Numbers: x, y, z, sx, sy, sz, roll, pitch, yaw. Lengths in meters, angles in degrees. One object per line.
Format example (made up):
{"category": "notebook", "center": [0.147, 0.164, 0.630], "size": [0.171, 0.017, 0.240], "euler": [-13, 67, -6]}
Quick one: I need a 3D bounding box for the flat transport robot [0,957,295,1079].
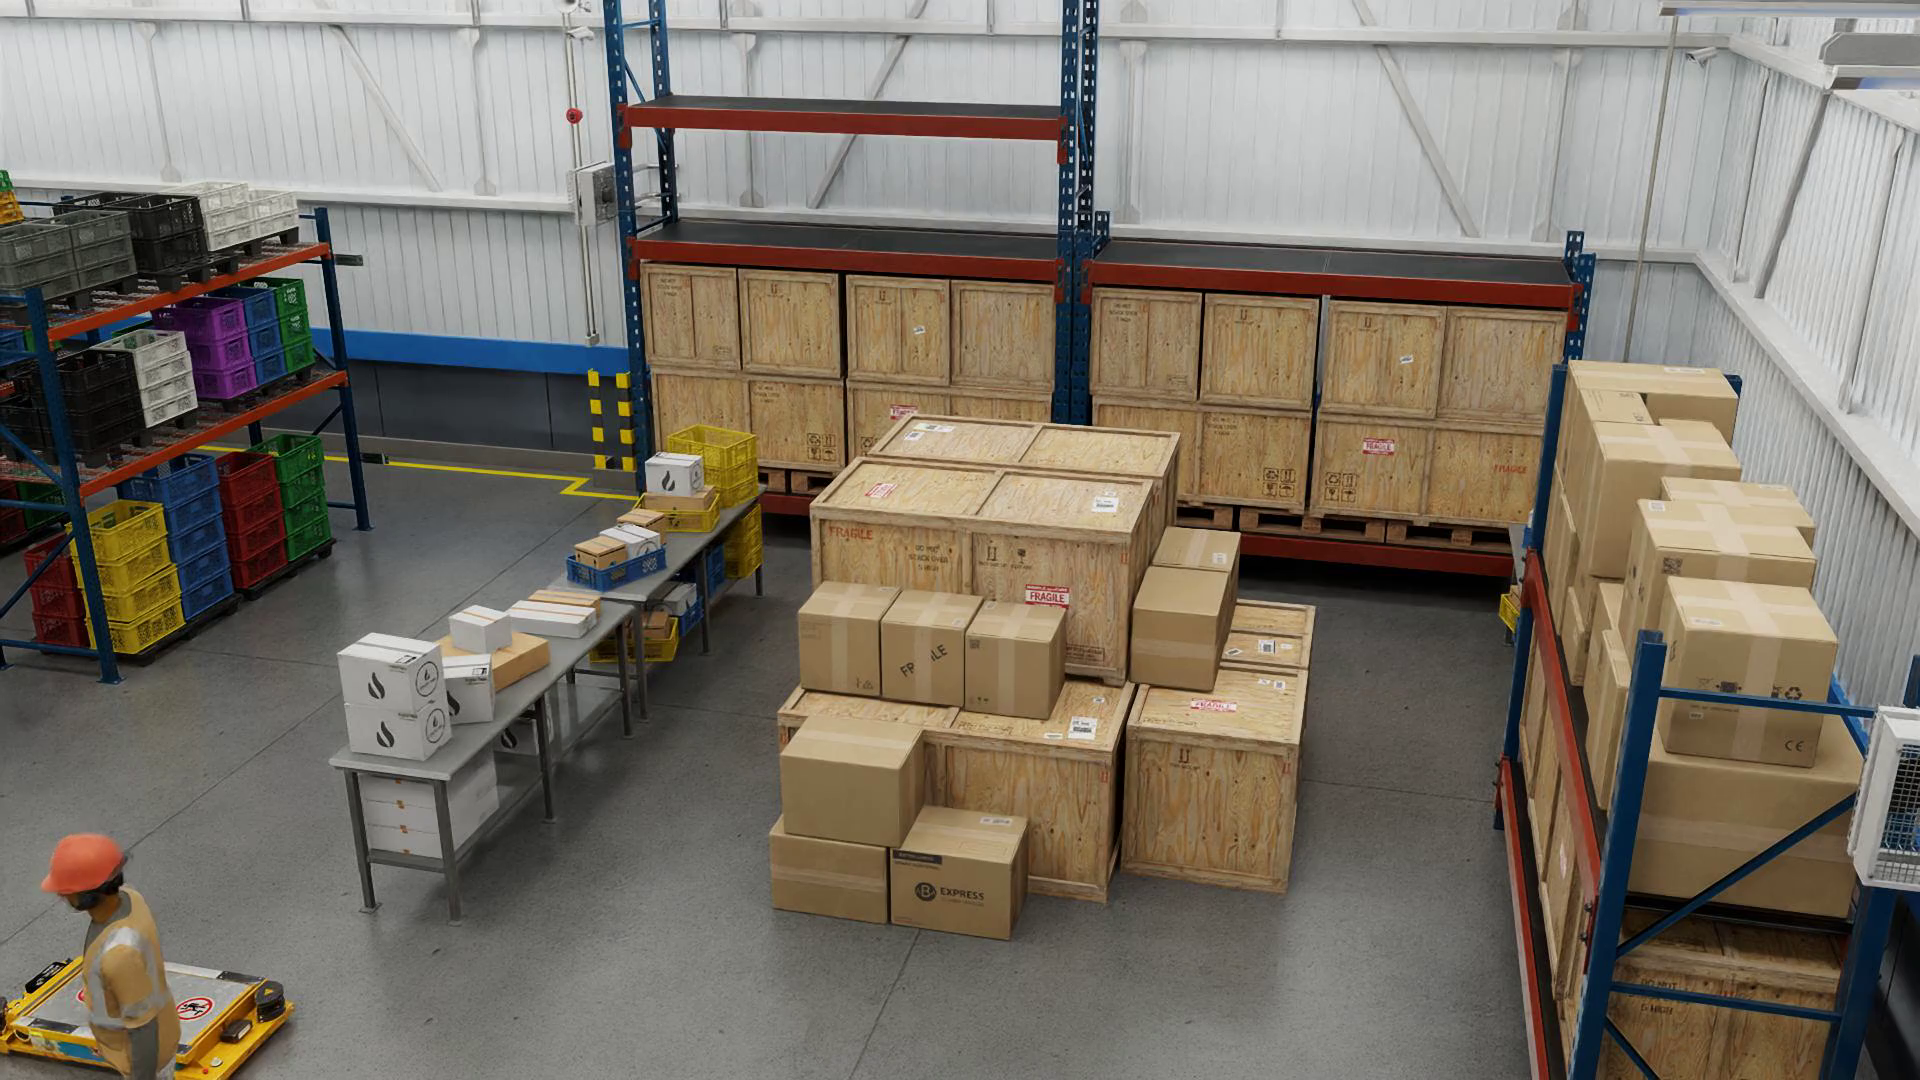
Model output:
{"category": "flat transport robot", "center": [-4.270, 2.464, 8.601], "size": [1.431, 0.231, 0.659], "euler": [5, 22, 13]}

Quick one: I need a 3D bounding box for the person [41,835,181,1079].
{"category": "person", "center": [-3.486, 2.130, 6.998], "size": [0.391, 2.039, 0.606], "euler": [-10, 23, -25]}
